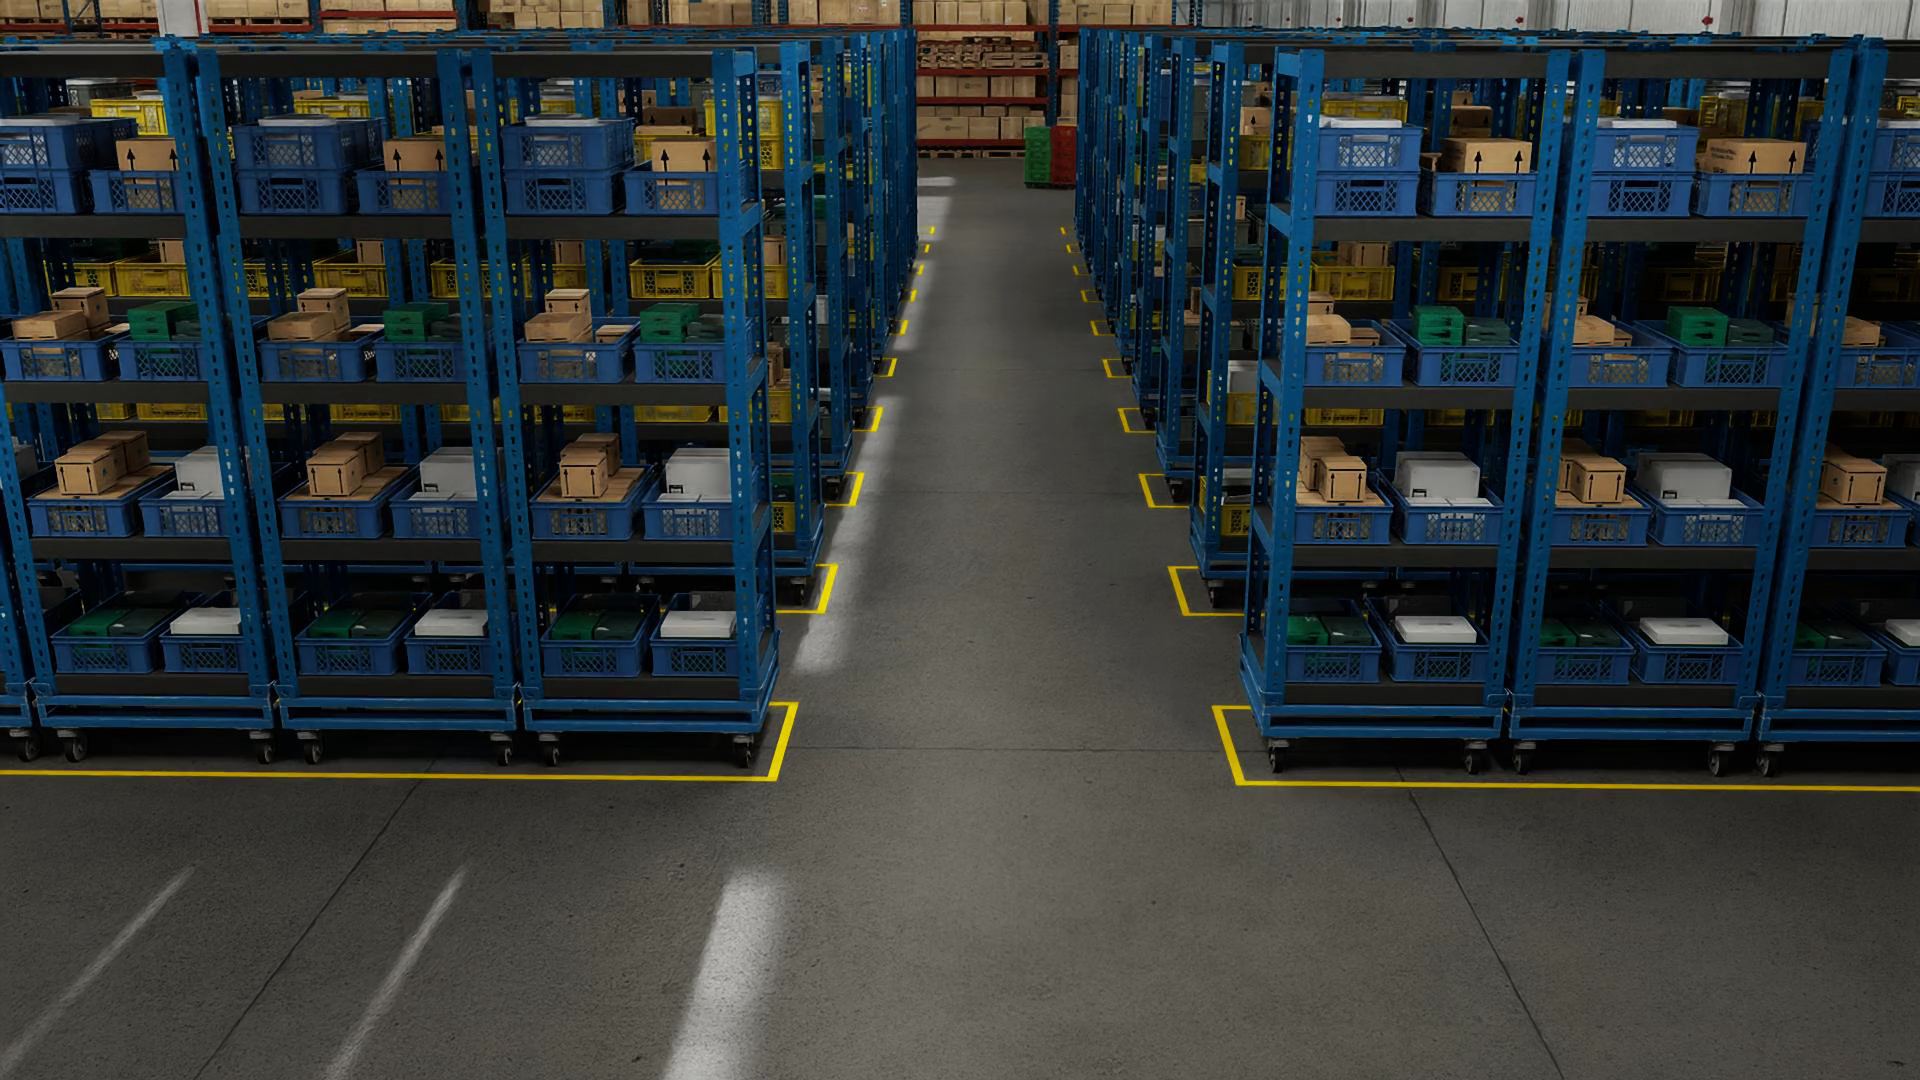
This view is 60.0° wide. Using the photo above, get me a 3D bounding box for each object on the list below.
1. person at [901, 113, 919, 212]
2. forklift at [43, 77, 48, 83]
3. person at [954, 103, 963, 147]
[{"bbox_3d":[-1.074,-7.480,32.934,0.612,1.995,0.382,-16,23,-41],"label":"person"},{"bbox_3d":[-27.693,-13.299,50.021,1.873,2.768,1.129,0,17,1],"label":"forklift"},{"bbox_3d":[-0.141,-12.863,50.164,0.604,1.949,0.389,-16,24,-42],"label":"person"}]
